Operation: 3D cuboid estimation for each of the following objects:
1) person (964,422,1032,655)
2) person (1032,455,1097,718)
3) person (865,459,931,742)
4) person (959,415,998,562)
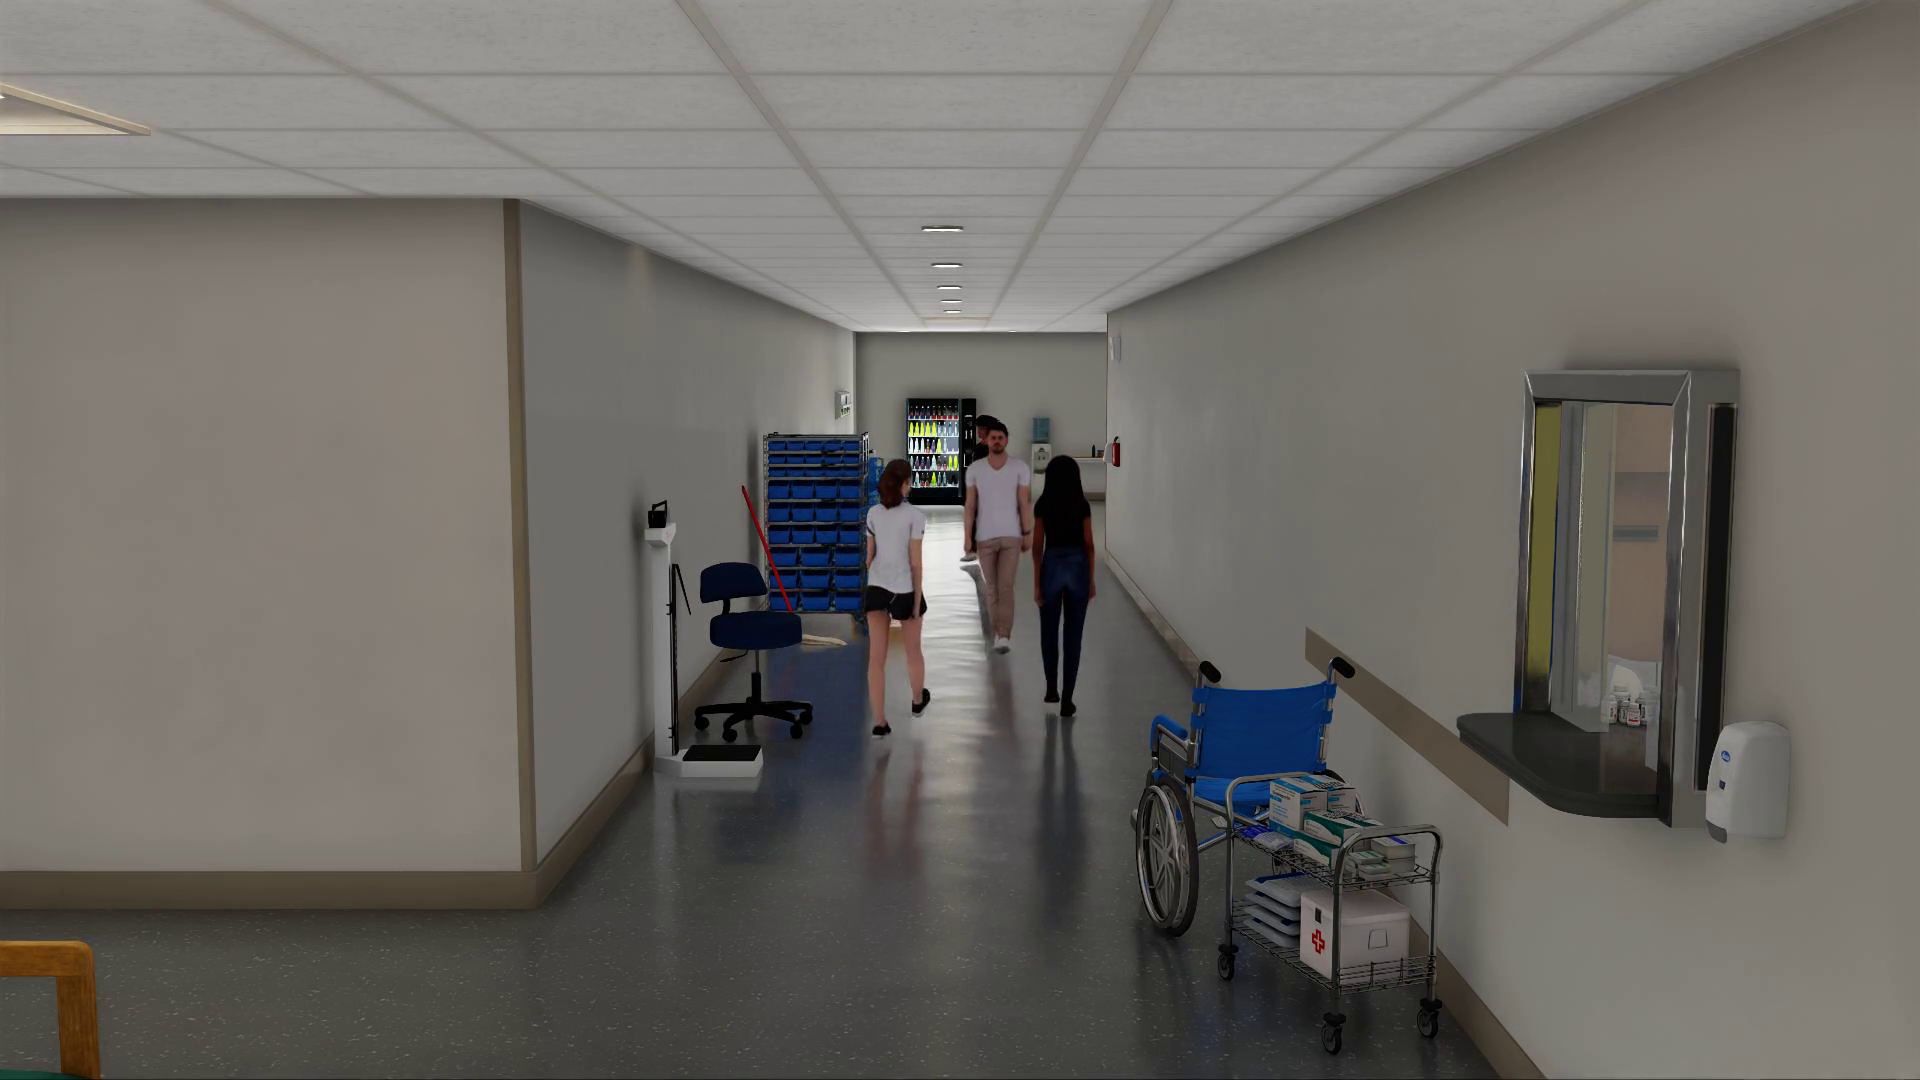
[{"bbox_3d":[0.319,-0.010,13.541,0.982,1.858,0.819,1,6,7],"label":"person"},{"bbox_3d":[0.688,0.317,10.985,0.666,1.720,0.669,1,6,7],"label":"person"},{"bbox_3d":[-0.442,0.402,10.254,1.118,1.698,0.780,1,6,11],"label":"person"},{"bbox_3d":[0.384,-0.615,20.061,1.137,1.757,1.054,-5,8,-43],"label":"person"}]
